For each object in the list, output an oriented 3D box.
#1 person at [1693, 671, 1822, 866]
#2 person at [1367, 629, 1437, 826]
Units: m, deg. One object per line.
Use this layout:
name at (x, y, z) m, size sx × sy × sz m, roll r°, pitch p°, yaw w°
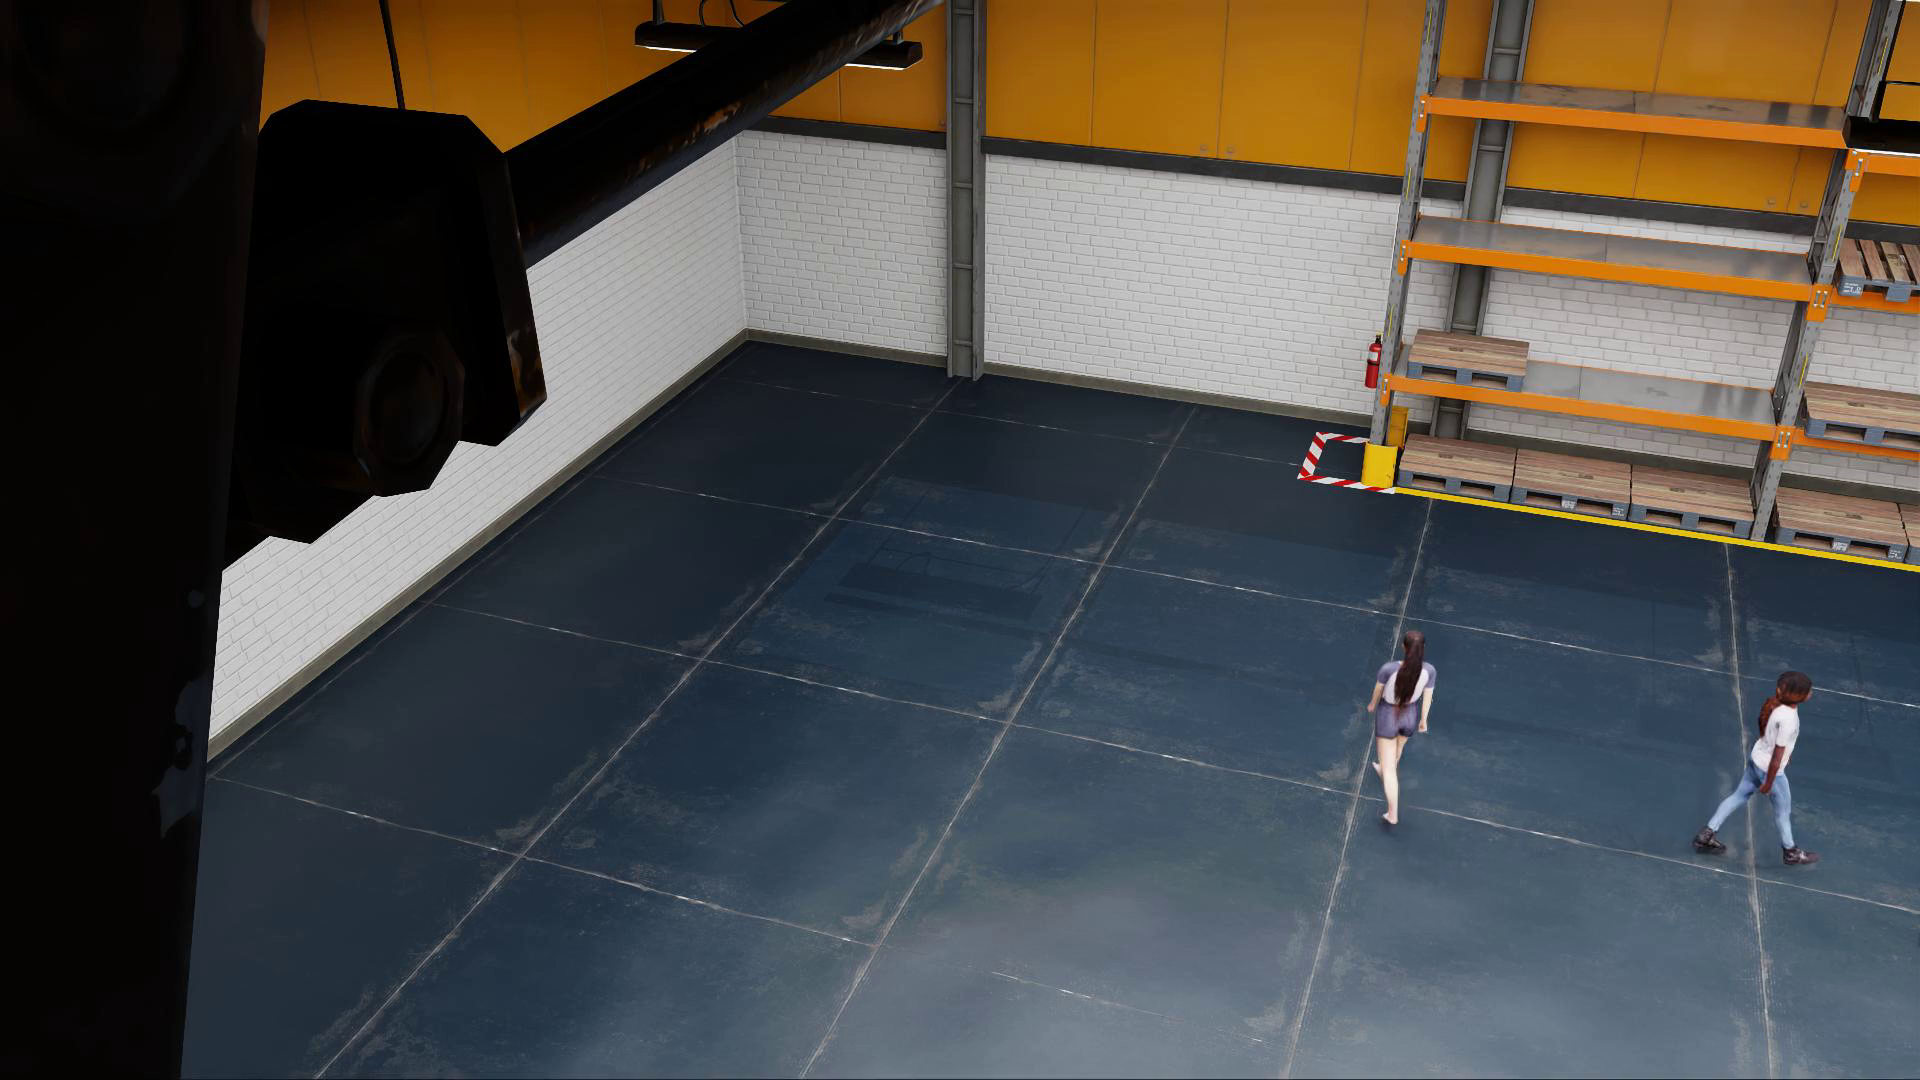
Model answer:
person at (6.002, 1.718, 12.529) m, size 1.145 × 1.677 × 0.687 m, roll 6°, pitch 29°, yaw 11°
person at (3.447, 1.480, 13.038) m, size 1.084 × 1.605 × 0.963 m, roll -2°, pitch 29°, yaw -4°
